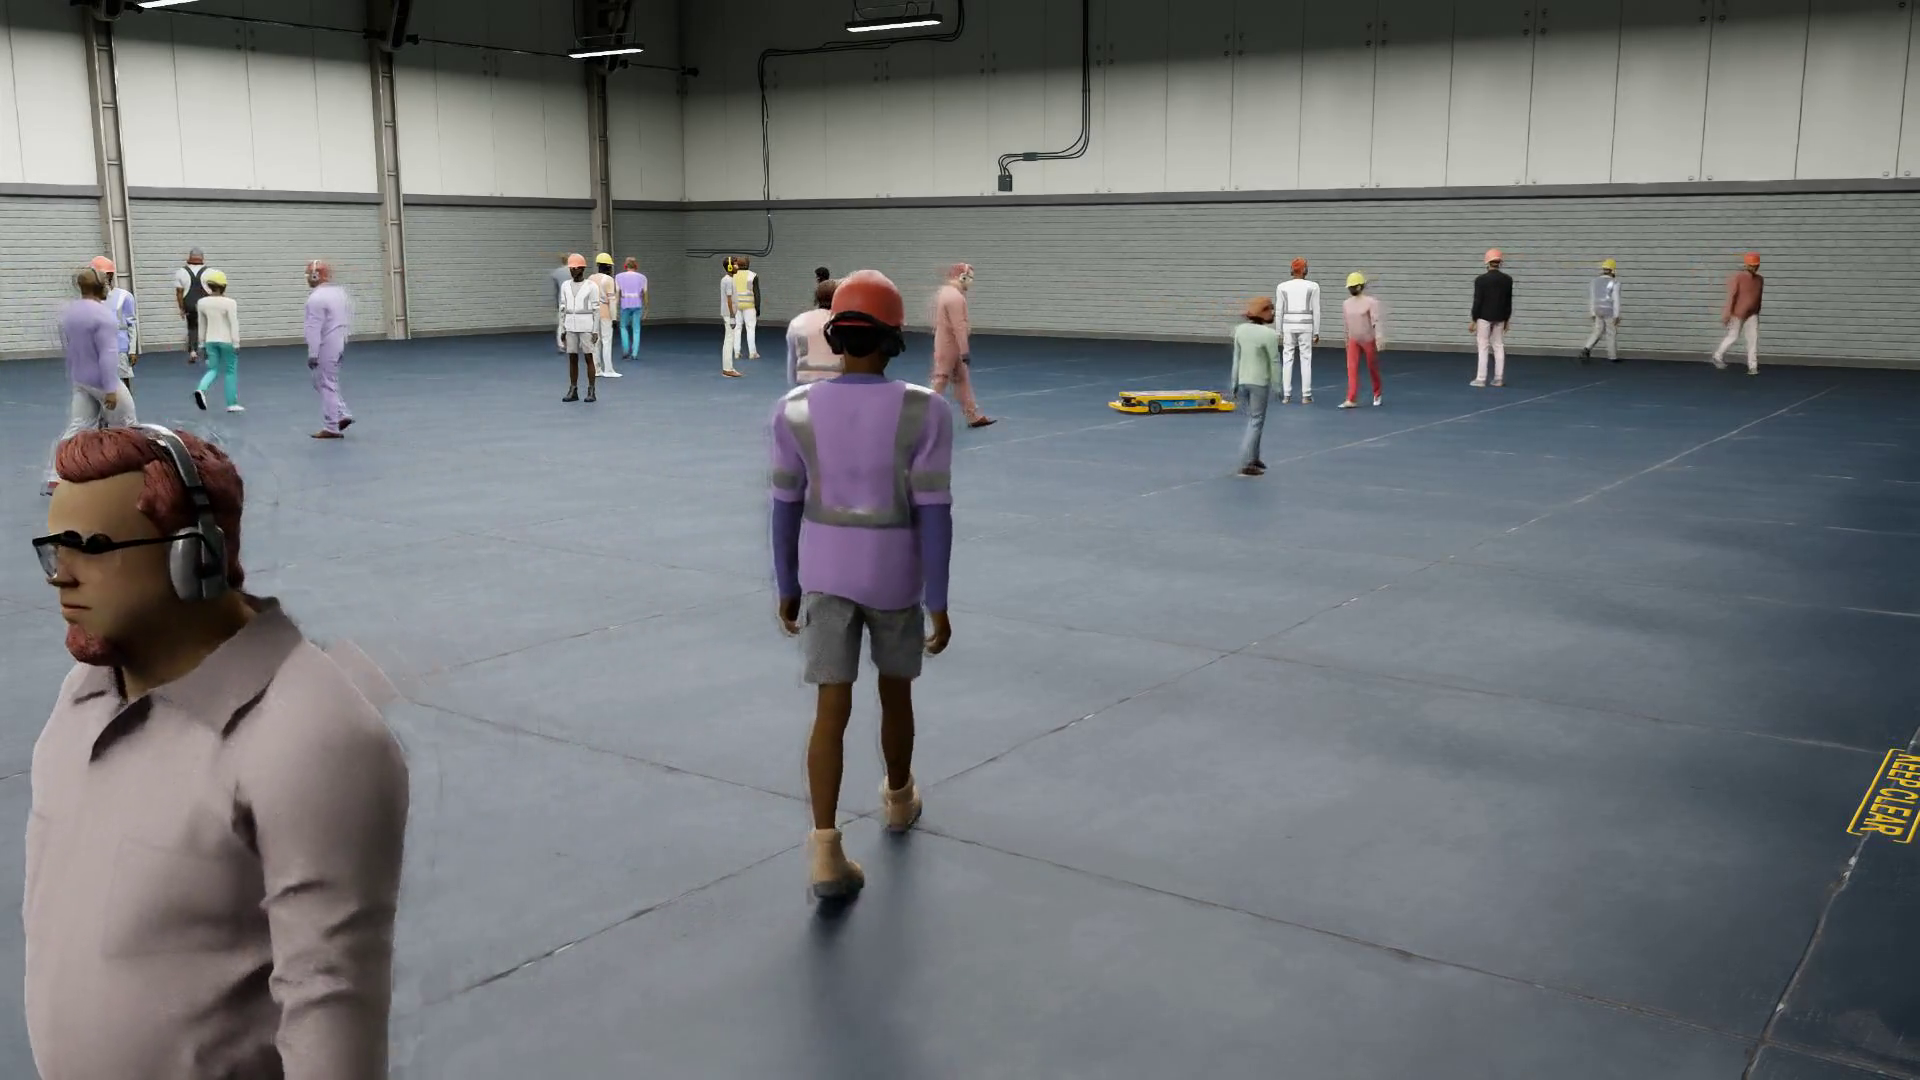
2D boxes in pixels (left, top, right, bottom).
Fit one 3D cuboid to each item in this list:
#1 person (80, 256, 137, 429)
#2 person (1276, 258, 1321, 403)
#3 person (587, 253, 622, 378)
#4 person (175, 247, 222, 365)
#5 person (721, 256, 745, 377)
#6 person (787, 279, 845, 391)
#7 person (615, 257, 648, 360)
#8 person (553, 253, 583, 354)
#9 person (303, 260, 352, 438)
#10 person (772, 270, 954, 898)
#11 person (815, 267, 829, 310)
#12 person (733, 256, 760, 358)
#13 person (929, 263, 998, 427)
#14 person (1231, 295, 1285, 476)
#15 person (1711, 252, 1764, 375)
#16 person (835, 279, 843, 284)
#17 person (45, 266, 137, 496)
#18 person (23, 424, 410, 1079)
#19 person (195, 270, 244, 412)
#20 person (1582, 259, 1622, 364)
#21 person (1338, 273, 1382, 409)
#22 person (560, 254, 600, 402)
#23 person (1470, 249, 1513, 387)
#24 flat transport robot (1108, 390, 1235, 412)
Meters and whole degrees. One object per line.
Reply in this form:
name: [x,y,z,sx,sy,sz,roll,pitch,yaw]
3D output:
person: [-9.074,-2.047,17.745,0.545,1.938,0.360,-2,10,-14]
person: [4.399,-2.721,21.661,0.573,1.887,0.354,3,11,18]
person: [-5.527,-3.476,25.792,0.590,1.920,0.386,8,13,37]
person: [-13.004,-4.019,28.499,0.692,2.000,0.536,-2,10,-14]
person: [-3.572,-3.484,25.981,0.328,1.874,0.521,-3,10,-14]
person: [-1.039,-1.141,13.068,0.624,1.791,0.954,0,10,1]
person: [-5.896,-4.141,29.791,0.610,1.817,0.753,-3,11,-19]
person: [-7.401,-4.460,31.454,0.645,1.921,0.892,2,10,12]
person: [-6.785,-2.021,17.706,0.431,1.894,0.669,0,10,-1]
person: [-0.322,0.118,5.475,0.621,1.992,1.076,2,10,9]
person: [-2.191,-3.571,26.969,0.320,1.692,0.531,2,10,11]
person: [-3.909,-4.208,30.117,0.634,1.841,0.429,2,10,11]
person: [-0.003,-2.145,18.528,0.926,1.848,0.663,0,10,-2]
person: [2.709,-1.380,14.895,0.558,1.613,0.528,-6,12,-32]
person: [12.492,-3.633,26.616,0.665,1.950,0.921,-2,10,-10]
person: [-1.487,-2.416,20.684,0.512,1.632,0.316,7,12,34]
person: [-7.087,-1.285,13.615,0.642,1.895,1.000,6,12,29]
person: [-0.980,0.769,2.211,0.659,1.860,0.980,6,12,30]
person: [-9.089,-2.414,20.340,0.529,1.749,0.641,2,10,11]
person: [11.098,-3.920,28.574,0.686,1.815,0.612,-5,11,-25]
person: [5.144,-2.537,21.132,0.604,1.710,0.910,10,14,44]
person: [-4.991,-2.772,21.803,0.542,1.939,0.362,2,10,12]
person: [7.714,-3.226,24.189,0.622,1.990,0.399,-3,10,-14]
flat transport robot: [2.620,-1.725,20.605,1.431,0.197,0.652,-2,10,-12]
